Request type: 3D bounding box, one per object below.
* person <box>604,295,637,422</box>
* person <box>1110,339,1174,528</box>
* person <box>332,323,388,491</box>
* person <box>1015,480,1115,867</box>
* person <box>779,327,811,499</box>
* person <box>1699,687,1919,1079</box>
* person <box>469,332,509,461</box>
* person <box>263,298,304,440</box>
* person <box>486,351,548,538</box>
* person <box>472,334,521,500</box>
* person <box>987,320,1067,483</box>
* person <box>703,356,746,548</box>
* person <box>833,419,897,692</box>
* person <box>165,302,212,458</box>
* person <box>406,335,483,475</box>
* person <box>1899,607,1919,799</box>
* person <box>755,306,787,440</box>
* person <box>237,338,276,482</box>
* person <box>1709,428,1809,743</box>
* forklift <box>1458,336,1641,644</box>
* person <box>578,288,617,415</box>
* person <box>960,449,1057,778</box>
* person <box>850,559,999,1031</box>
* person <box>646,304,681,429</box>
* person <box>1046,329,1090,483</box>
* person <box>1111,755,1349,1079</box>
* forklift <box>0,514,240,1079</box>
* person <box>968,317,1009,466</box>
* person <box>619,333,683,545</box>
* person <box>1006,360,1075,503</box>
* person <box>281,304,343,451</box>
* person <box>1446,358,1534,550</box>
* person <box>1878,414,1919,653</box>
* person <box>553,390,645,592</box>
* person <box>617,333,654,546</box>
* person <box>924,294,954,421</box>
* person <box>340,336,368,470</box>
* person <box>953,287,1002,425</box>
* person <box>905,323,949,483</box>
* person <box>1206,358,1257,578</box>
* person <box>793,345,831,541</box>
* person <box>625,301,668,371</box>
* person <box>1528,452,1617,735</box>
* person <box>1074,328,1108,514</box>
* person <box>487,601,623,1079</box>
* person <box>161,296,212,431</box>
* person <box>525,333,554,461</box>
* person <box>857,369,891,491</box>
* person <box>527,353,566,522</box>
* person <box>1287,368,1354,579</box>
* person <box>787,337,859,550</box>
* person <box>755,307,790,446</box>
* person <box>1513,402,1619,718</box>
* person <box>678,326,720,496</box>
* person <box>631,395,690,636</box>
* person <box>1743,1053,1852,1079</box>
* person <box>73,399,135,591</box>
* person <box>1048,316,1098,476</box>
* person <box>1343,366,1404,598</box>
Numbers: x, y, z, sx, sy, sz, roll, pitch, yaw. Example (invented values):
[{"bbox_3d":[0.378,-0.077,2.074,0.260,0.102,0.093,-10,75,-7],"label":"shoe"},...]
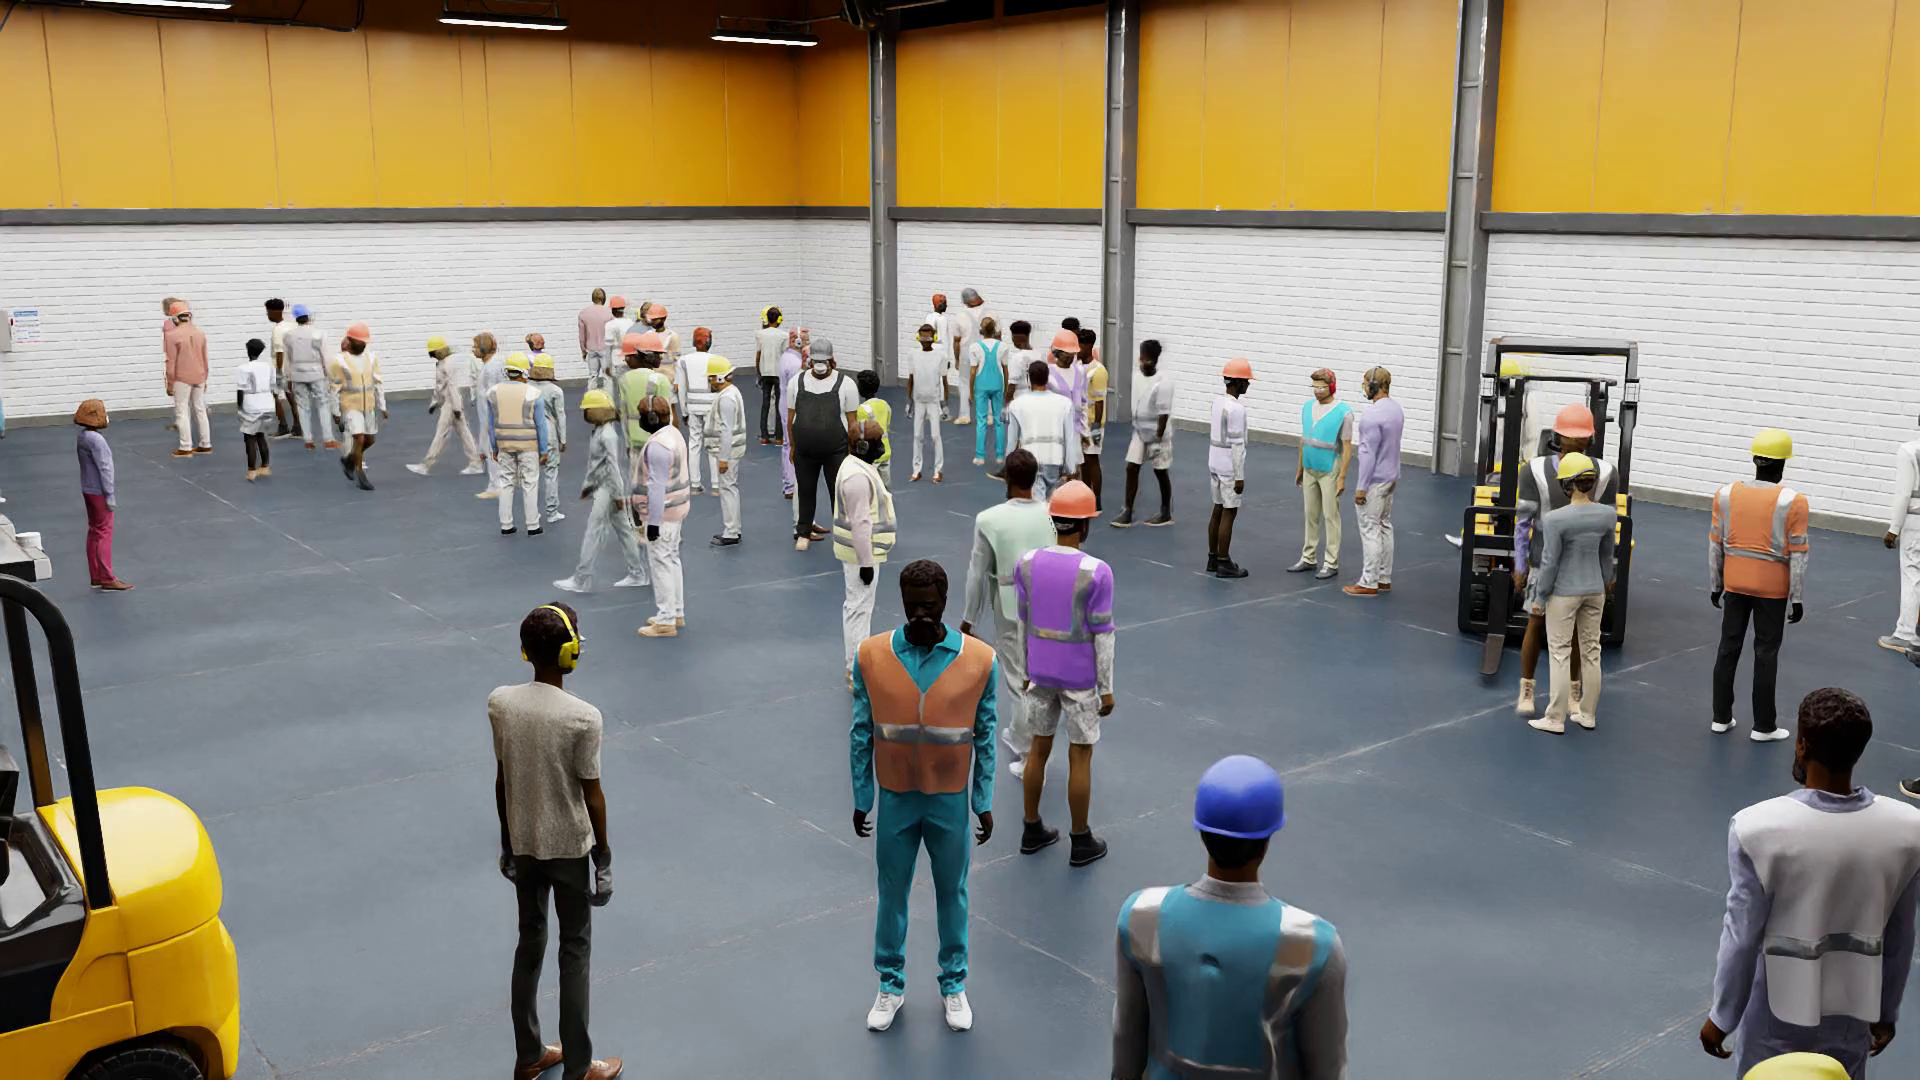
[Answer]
[{"bbox_3d":[-4.866,-2.607,24.243,0.980,1.900,0.552,10,15,40],"label":"person"},{"bbox_3d":[1.850,-1.043,16.562,0.846,1.916,0.635,-9,15,-36],"label":"person"},{"bbox_3d":[-6.924,-1.542,19.048,0.757,1.902,0.568,10,16,41],"label":"person"},{"bbox_3d":[0.538,0.660,8.334,0.546,1.927,0.393,8,14,35],"label":"person"},{"bbox_3d":[-1.790,-1.400,18.362,0.399,1.899,0.636,-3,12,-12],"label":"person"},{"bbox_3d":[2.506,1.371,4.913,0.596,1.918,0.386,-1,12,-6],"label":"person"},{"bbox_3d":[-5.906,-1.793,20.875,0.500,1.636,0.282,1,12,7],"label":"person"},{"bbox_3d":[-9.311,-2.333,22.747,0.551,1.944,0.667,-1,12,-3],"label":"person"},{"bbox_3d":[-4.298,-0.923,16.231,0.596,1.827,0.403,2,12,8],"label":"person"},{"bbox_3d":[-5.095,-1.357,18.313,0.500,1.829,0.558,-4,12,-18],"label":"person"},{"bbox_3d":[0.792,-1.571,19.148,1.017,1.919,0.638,6,13,26],"label":"person"},{"bbox_3d":[-2.238,-0.843,15.850,0.403,1.820,0.603,-1,12,-6],"label":"person"},{"bbox_3d":[-0.640,0.102,11.227,0.430,1.845,0.623,-1,12,-3],"label":"person"},{"bbox_3d":[-9.912,-2.058,21.326,0.409,1.979,0.629,5,13,23],"label":"person"},{"bbox_3d":[-6.150,-1.586,19.749,0.893,1.686,0.510,-5,13,-22],"label":"person"},{"bbox_3d":[5.485,0.487,9.062,0.603,1.967,0.366,0,12,-2],"label":"person"},{"bbox_3d":[-2.590,-2.282,22.760,0.404,1.833,0.590,7,14,30],"label":"person"},{"bbox_3d":[-8.241,-1.525,19.533,0.354,1.660,0.560,5,13,23],"label":"person"},{"bbox_3d":[4.875,0.276,10.176,0.370,1.929,0.585,-10,15,-39],"label":"person"},{"bbox_3d":[4.683,-0.471,13.136,1.214,2.155,2.313,4,12,20],"label":"forklift"},{"bbox_3d":[-5.473,-2.860,25.295,0.634,1.938,0.355,3,12,12],"label":"person"},{"bbox_3d":[0.295,0.408,9.652,0.598,1.885,0.878,-6,13,-27],"label":"person"},{"bbox_3d":[-0.142,1.011,6.652,0.593,1.920,0.392,0,12,1],"label":"person"},{"bbox_3d":[-3.885,-2.101,21.632,0.548,1.936,0.378,6,13,26],"label":"person"},{"bbox_3d":[1.030,-1.060,16.405,0.613,2.028,0.409,-8,14,-36],"label":"person"},{"bbox_3d":[0.684,1.495,4.249,0.609,1.946,0.401,6,13,25],"label":"person"},{"bbox_3d":[-3.687,1.115,5.480,2.313,2.155,1.214,-9,15,-36],"label":"forklift"},{"bbox_3d":[0.352,-1.836,20.576,0.504,1.847,0.345,-2,12,-10],"label":"person"},{"bbox_3d":[-2.941,-0.945,15.804,0.608,2.040,0.394,8,14,34],"label":"person"},{"bbox_3d":[0.726,-0.673,14.957,0.601,1.857,1.047,-2,12,-11],"label":"person"},{"bbox_3d":[-8.489,-2.114,21.776,0.707,1.921,0.383,-1,12,-3],"label":"person"},{"bbox_3d":[4.903,-0.704,15.042,0.993,1.868,0.607,7,14,31],"label":"person"},{"bbox_3d":[7.040,-0.106,12.130,0.574,1.883,0.360,-1,12,-7],"label":"person"},{"bbox_3d":[-3.070,-0.408,14.010,0.844,1.706,0.498,-3,12,-16],"label":"person"},{"bbox_3d":[-3.037,-0.957,15.875,0.392,2.035,0.605,-6,13,-28],"label":"person"},{"bbox_3d":[-0.331,-2.715,24.726,0.337,1.882,0.584,-7,13,-30],"label":"person"},{"bbox_3d":[-7.436,-1.676,20.333,0.318,1.630,0.513,-5,13,-23],"label":"person"},{"bbox_3d":[0.245,-2.703,24.287,0.705,2.000,0.535,-1,12,-3],"label":"person"},{"bbox_3d":[-0.383,-1.595,19.387,0.519,1.860,0.320,4,12,17],"label":"person"},{"bbox_3d":[2.377,-0.630,14.555,0.389,1.930,0.544,-2,12,-11],"label":"person"},{"bbox_3d":[-1.445,-0.948,16.174,0.397,1.900,0.649,1,12,4],"label":"person"},{"bbox_3d":[-4.153,-2.226,22.274,0.636,1.928,0.387,-9,15,-36],"label":"person"},{"bbox_3d":[3.787,0.334,10.308,0.524,1.762,0.325,-4,12,-18],"label":"person"},{"bbox_3d":[1.334,-1.242,17.441,0.379,1.958,0.608,-4,12,-19],"label":"person"},{"bbox_3d":[-1.503,1.145,6.159,0.504,1.861,0.329,5,13,22],"label":"person"},{"bbox_3d":[-10.984,-2.483,23.516,0.617,1.922,0.645,-1,12,-4],"label":"person"},{"bbox_3d":[-5.268,-1.779,20.824,0.314,1.630,0.528,6,13,28],"label":"person"},{"bbox_3d":[-0.838,-0.778,15.849,0.318,1.691,0.539,6,13,28],"label":"person"},{"bbox_3d":[-4.264,-1.048,17.055,0.489,1.728,0.323,2,12,7],"label":"person"},{"bbox_3d":[3.183,-0.585,14.551,0.389,1.838,0.563,-8,14,-33],"label":"person"},{"bbox_3d":[-1.300,-0.897,15.568,0.686,2.000,0.535,2,12,8],"label":"person"},{"bbox_3d":[-2.487,-2.183,22.241,0.526,1.857,0.347,3,12,16],"label":"person"},{"bbox_3d":[3.831,0.141,10.554,0.615,2.039,0.393,2,12,9],"label":"person"},{"bbox_3d":[-2.841,-1.428,18.505,0.572,1.887,0.356,4,12,16],"label":"person"},{"bbox_3d":[-2.276,-0.190,12.675,0.429,1.833,0.636,0,12,1],"label":"person"},{"bbox_3d":[1.534,1.803,3.189,0.306,1.772,0.525,9,15,36],"label":"person"},{"bbox_3d":[-7.269,-0.381,14.066,0.503,1.633,0.280,11,16,44],"label":"person"},{"bbox_3d":[1.331,-1.688,19.664,0.613,1.934,0.617,3,12,13],"label":"person"},{"bbox_3d":[3.469,-0.483,13.849,0.375,1.930,0.636,8,14,34],"label":"person"}]
